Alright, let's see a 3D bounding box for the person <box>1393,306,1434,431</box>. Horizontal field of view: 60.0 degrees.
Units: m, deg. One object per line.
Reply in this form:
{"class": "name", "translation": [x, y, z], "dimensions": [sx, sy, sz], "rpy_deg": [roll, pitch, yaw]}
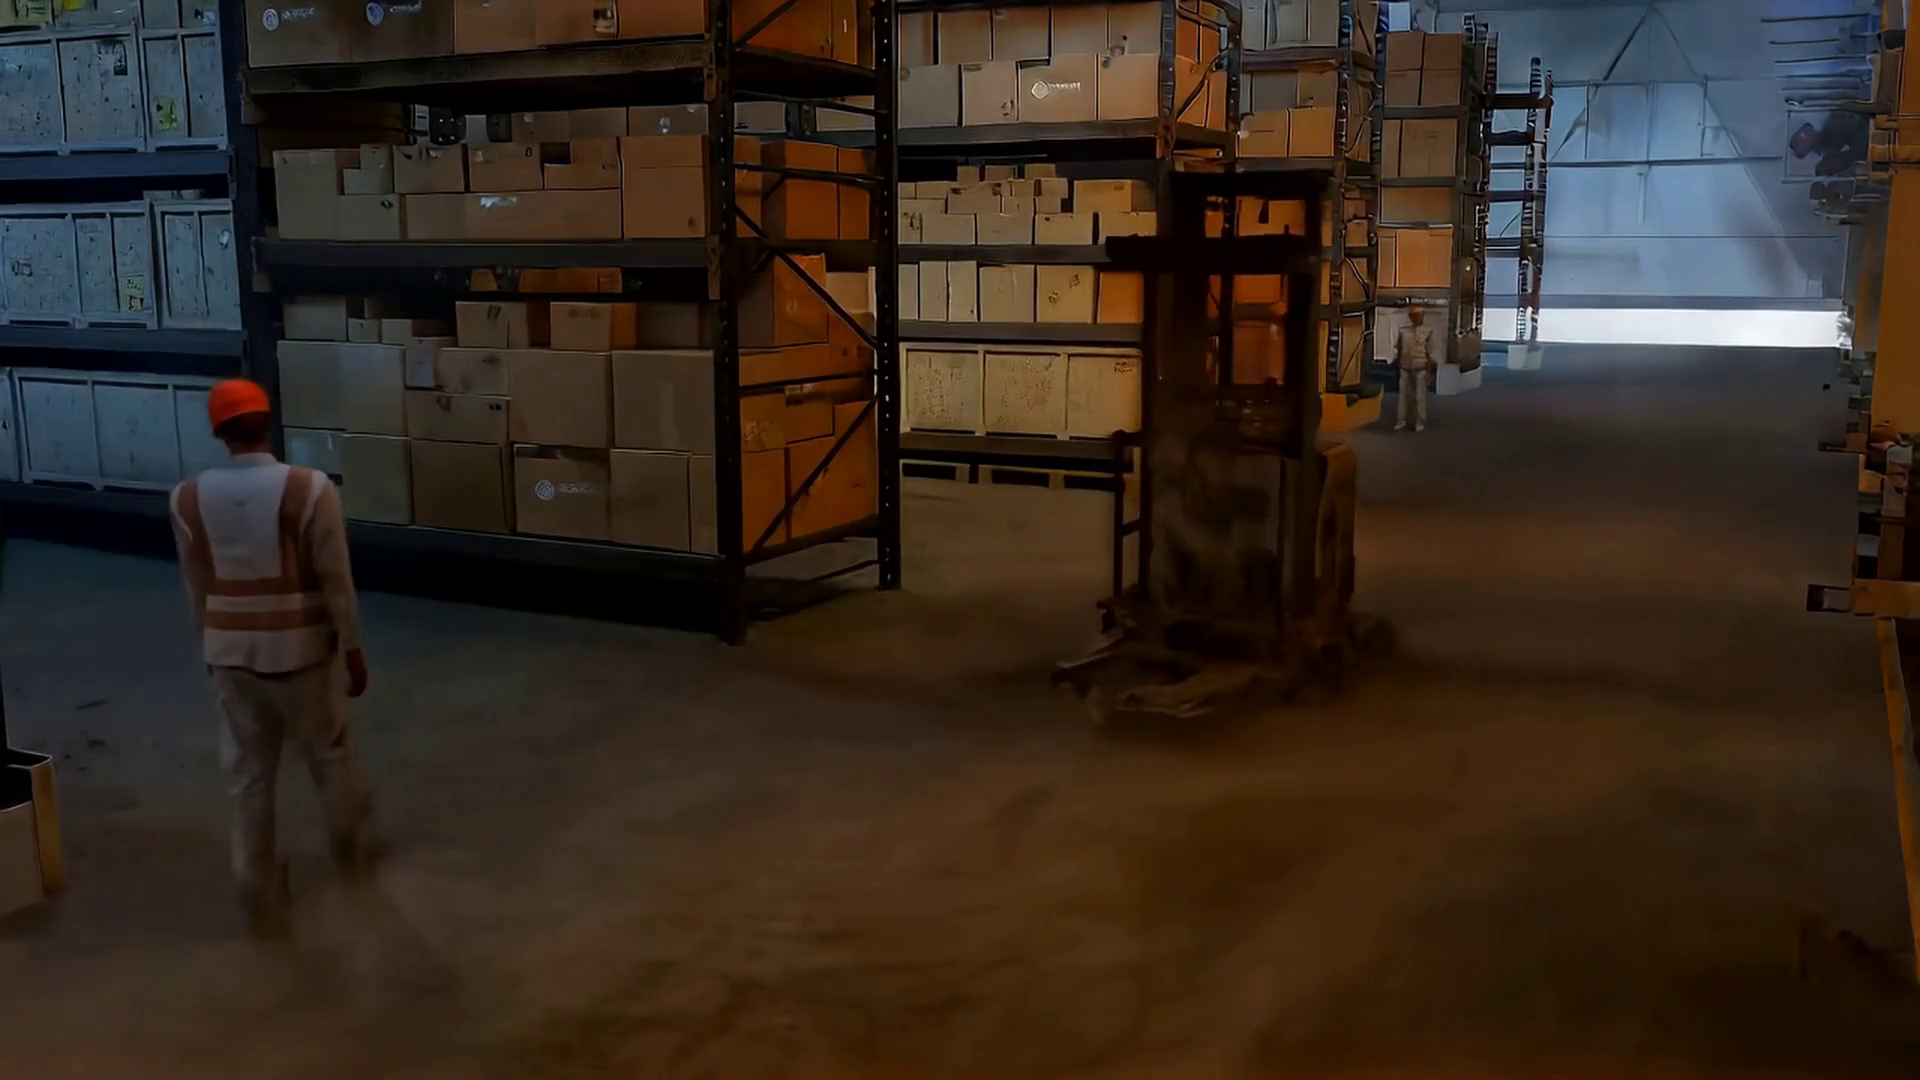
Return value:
{"class": "person", "translation": [5.966, -2.252, 21.866], "dimensions": [0.514, 1.643, 0.307], "rpy_deg": [7, 12, 36]}

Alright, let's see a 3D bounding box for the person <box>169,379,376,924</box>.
{"class": "person", "translation": [-2.433, 0.363, 6.036], "dimensions": [0.678, 1.880, 0.901], "rpy_deg": [0, 10, -2]}

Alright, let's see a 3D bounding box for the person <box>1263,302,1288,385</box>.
{"class": "person", "translation": [4.062, -2.136, 20.980], "dimensions": [0.911, 1.705, 0.582], "rpy_deg": [3, 10, 17]}

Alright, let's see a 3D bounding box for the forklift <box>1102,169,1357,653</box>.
{"class": "forklift", "translation": [1.779, -0.889, 10.392], "dimensions": [1.129, 2.768, 1.873], "rpy_deg": [5, 11, 27]}
